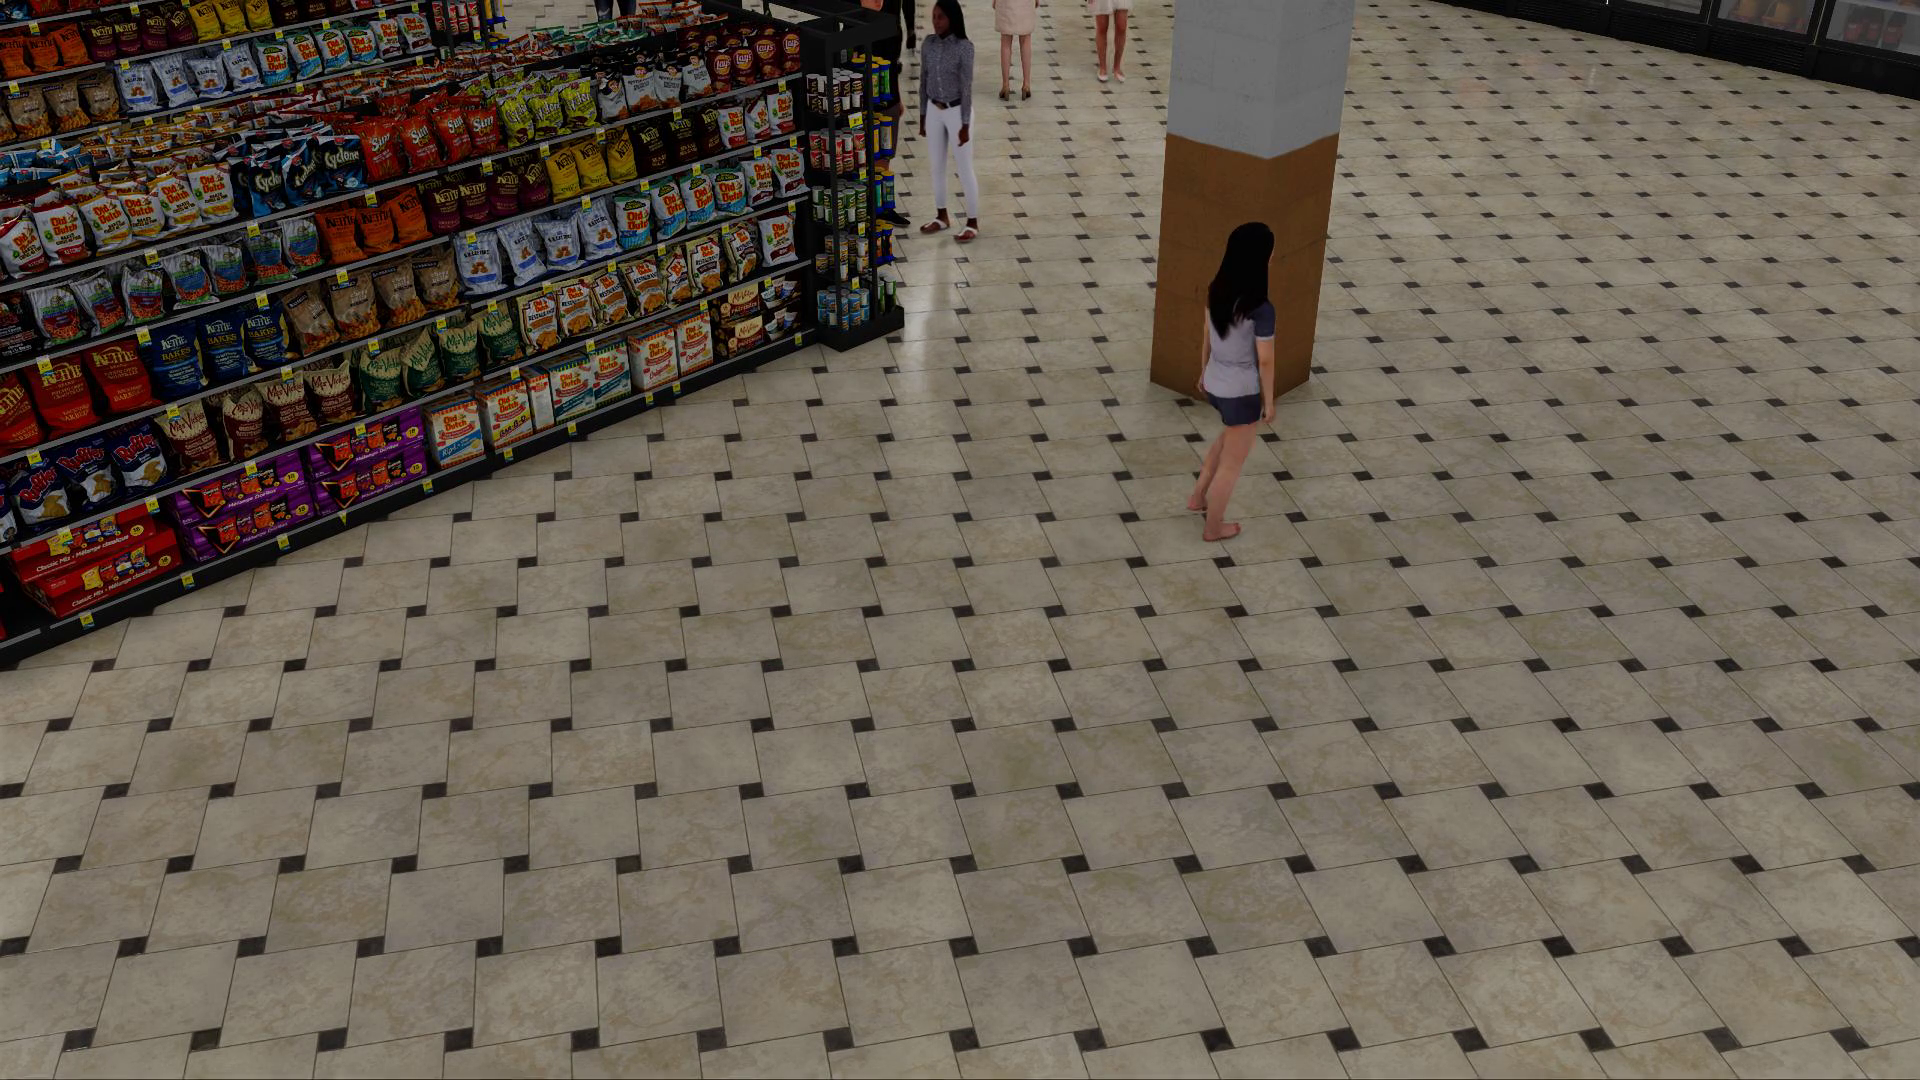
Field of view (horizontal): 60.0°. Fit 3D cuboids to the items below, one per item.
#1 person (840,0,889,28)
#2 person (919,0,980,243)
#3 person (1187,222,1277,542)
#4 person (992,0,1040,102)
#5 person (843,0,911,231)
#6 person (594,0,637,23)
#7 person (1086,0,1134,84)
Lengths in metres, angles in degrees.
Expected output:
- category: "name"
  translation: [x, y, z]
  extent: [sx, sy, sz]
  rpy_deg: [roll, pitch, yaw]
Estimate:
- category: "person"
  translation: [-0.776, -4.034, 13.522]
  extent: [0.797, 1.671, 0.638]
  rpy_deg: [19, 36, 27]
- category: "person"
  translation: [-0.070, -2.972, 11.769]
  extent: [0.637, 1.720, 0.578]
  rpy_deg: [20, 37, 29]
- category: "person"
  translation: [1.287, -0.739, 8.201]
  extent: [0.680, 1.698, 0.669]
  rpy_deg: [-15, 35, -23]
- category: "person"
  translation: [0.494, -4.743, 14.599]
  extent: [0.678, 1.736, 0.743]
  rpy_deg: [-1, 32, -1]
- category: "person"
  translation: [-0.615, -3.124, 11.879]
  extent: [0.746, 1.861, 0.504]
  rpy_deg: [26, 40, 35]
- category: "person"
  translation: [-3.130, -5.069, 14.966]
  extent: [0.653, 1.903, 0.830]
  rpy_deg: [-14, 34, -21]
- category: "person"
  translation: [1.348, -5.050, 15.122]
  extent: [0.736, 1.705, 0.799]
  rpy_deg: [-1, 32, -1]
